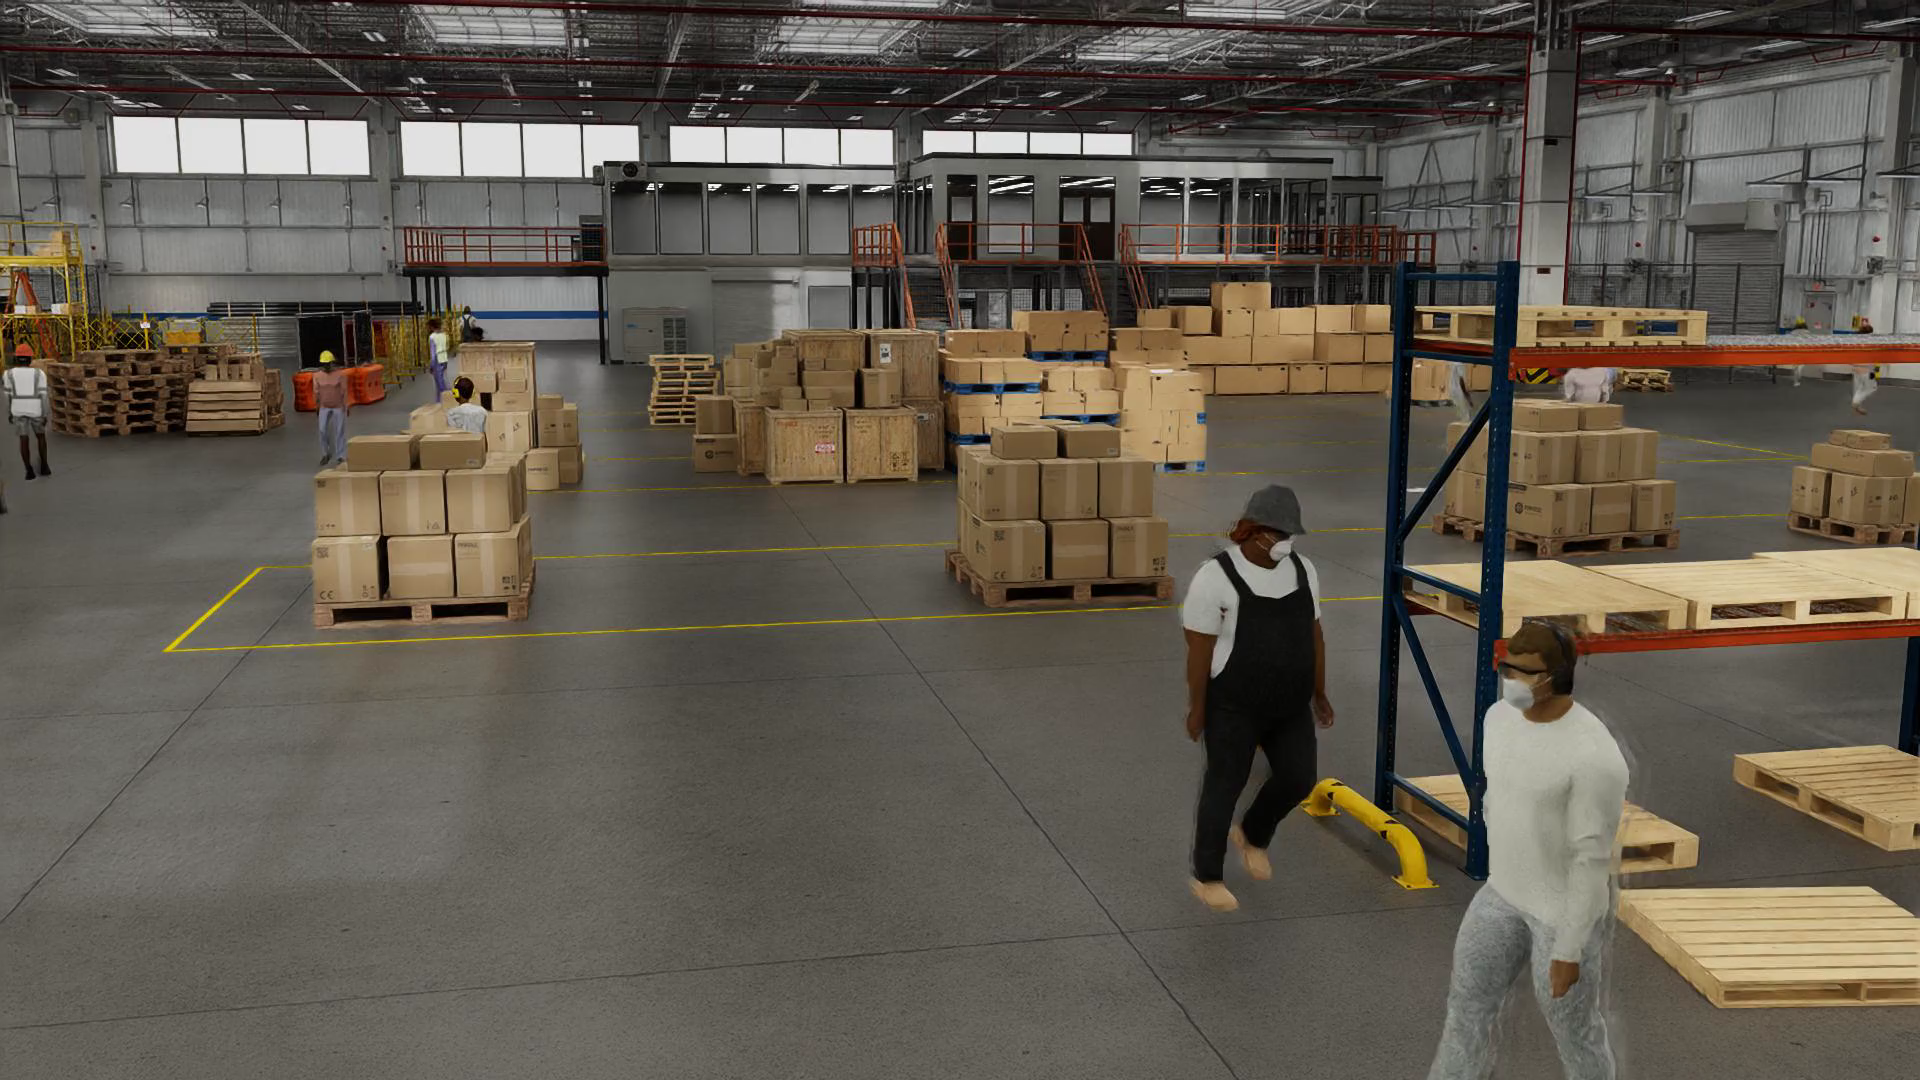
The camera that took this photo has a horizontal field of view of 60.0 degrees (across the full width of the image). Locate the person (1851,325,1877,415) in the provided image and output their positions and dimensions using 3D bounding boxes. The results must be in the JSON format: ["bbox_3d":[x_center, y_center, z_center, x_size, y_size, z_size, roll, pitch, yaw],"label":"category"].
[{"bbox_3d":[18.335,-3.433,33.743,0.443,1.829,0.653,-2,9,-11],"label":"person"}]

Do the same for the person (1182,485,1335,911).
[{"bbox_3d":[1.404,0.718,7.800,0.697,2.000,0.537,-4,10,-24],"label":"person"}]

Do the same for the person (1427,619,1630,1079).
[{"bbox_3d":[1.744,1.198,5.307,0.930,1.897,0.646,-4,10,-21],"label":"person"}]

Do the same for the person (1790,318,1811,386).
[{"bbox_3d":[21.457,-4.794,42.418,0.859,1.694,0.515,-9,13,-44],"label":"person"}]

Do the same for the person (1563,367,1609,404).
[{"bbox_3d":[8.721,-1.744,23.157,0.657,1.922,0.439,-1,9,-4],"label":"person"}]

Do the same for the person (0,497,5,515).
[{"bbox_3d":[-11.775,-1.166,19.773,0.565,1.890,0.995,0,9,1],"label":"person"}]

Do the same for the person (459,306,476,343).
[{"bbox_3d":[-14.795,-6.124,50.099,0.513,1.846,0.340,0,9,-2],"label":"person"}]

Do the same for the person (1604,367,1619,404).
[{"bbox_3d":[12.204,-3.120,31.559,0.570,1.926,0.607,7,12,38],"label":"person"}]

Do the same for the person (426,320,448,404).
[{"bbox_3d":[-11.200,-3.796,35.846,0.765,1.892,0.675,1,9,8],"label":"person"}]

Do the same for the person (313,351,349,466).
[{"bbox_3d":[-9.531,-1.992,25.226,0.541,1.749,0.566,-1,9,-8],"label":"person"}]

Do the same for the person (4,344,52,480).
[{"bbox_3d":[-13.315,-1.835,23.773,0.550,1.907,0.816,-4,10,-23],"label":"person"}]

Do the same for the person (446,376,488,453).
[{"bbox_3d":[-5.178,-0.779,17.449,0.314,1.869,0.537,6,11,33],"label":"person"}]

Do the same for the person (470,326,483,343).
[{"bbox_3d":[-8.704,-2.918,30.244,0.625,1.945,0.560,-1,9,-3],"label":"person"}]

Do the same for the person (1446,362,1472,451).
[{"bbox_3d":[8.069,-2.287,26.738,0.419,1.831,0.551,3,10,18],"label":"person"}]
